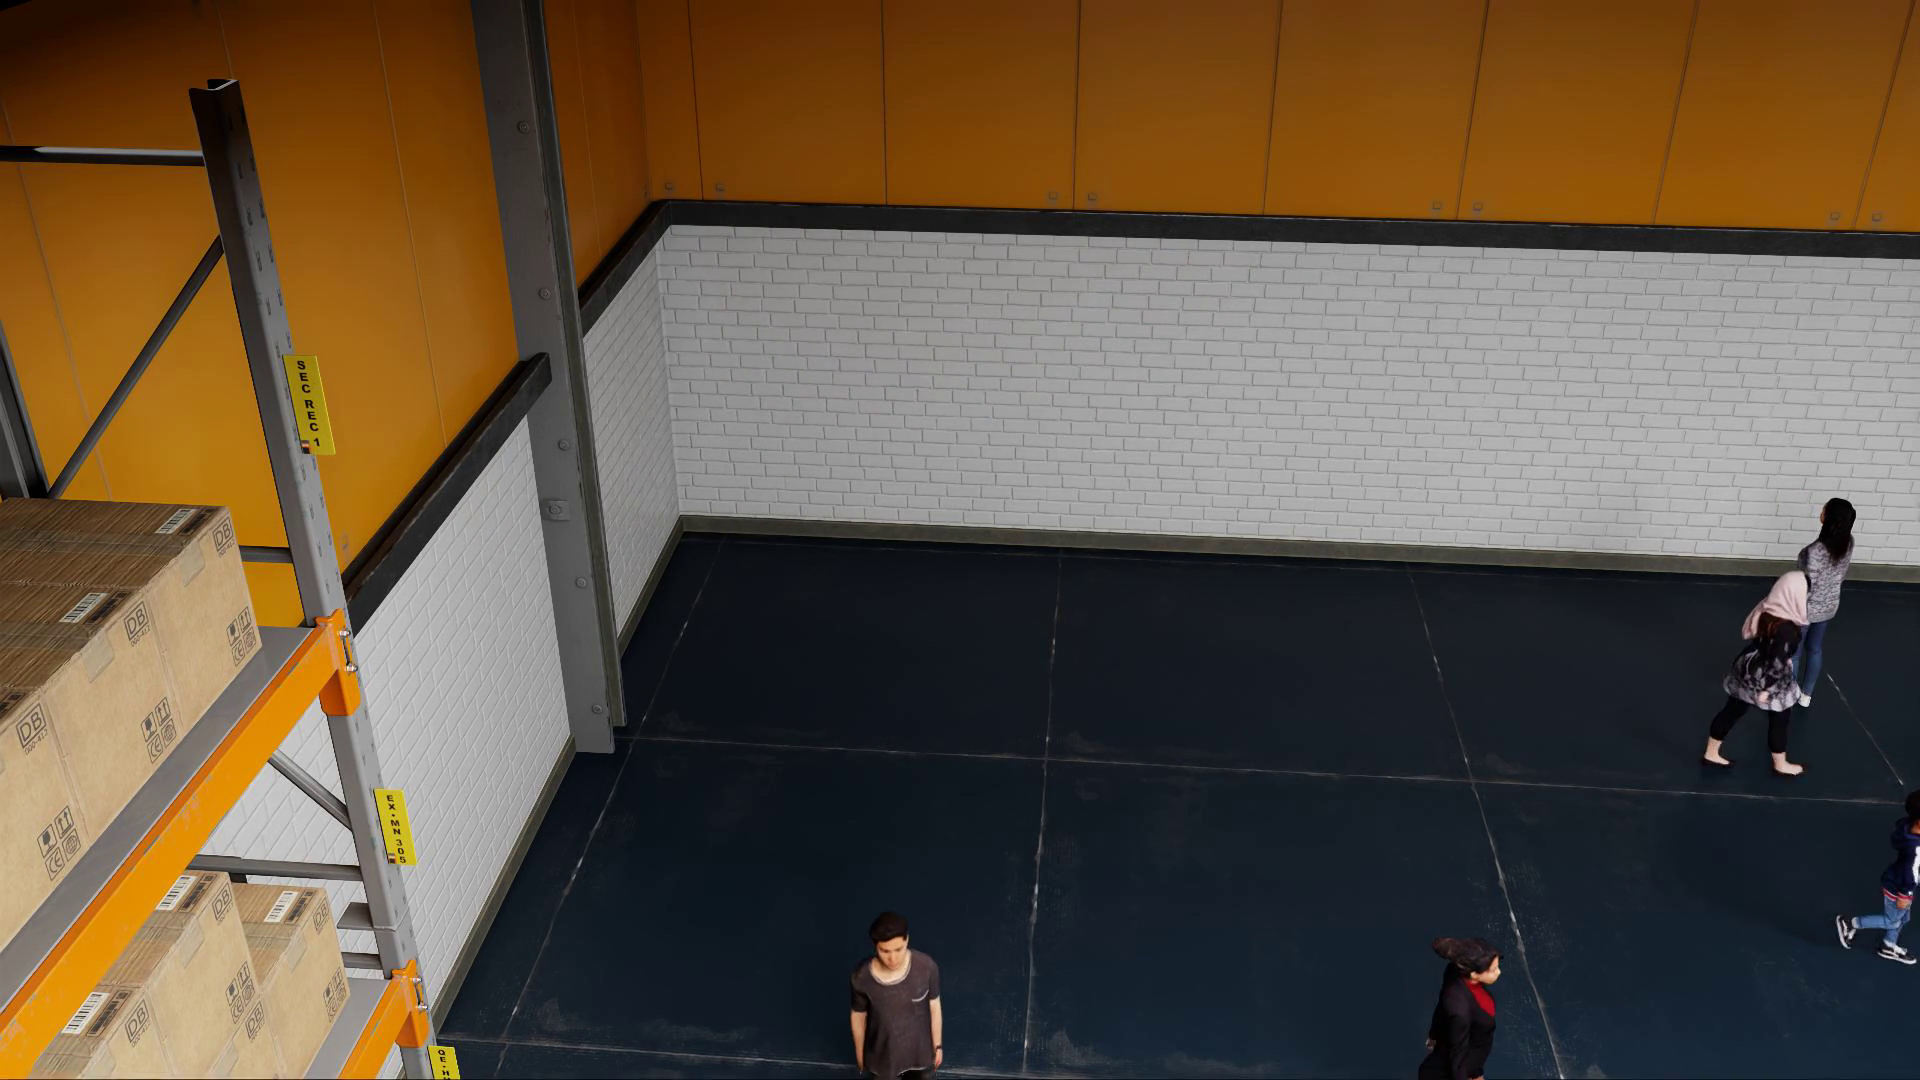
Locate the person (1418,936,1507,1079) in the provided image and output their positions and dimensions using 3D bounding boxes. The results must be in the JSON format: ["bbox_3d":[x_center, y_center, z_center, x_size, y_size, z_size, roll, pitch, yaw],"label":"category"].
[{"bbox_3d":[2.364,2.636,8.308,0.835,1.590,1.047,10,30,17],"label":"person"}]

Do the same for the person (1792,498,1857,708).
[{"bbox_3d":[6.214,0.477,12.117,0.694,1.732,0.694,-13,31,-22],"label":"person"}]

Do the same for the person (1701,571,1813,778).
[{"bbox_3d":[5.422,0.922,11.430,0.723,1.608,0.868,0,29,-1],"label":"person"}]

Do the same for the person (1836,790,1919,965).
[{"bbox_3d":[5.548,1.998,9.870,0.746,1.214,0.727,18,33,29],"label":"person"}]

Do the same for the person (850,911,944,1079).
[{"bbox_3d":[-0.314,2.503,8.433,0.785,1.704,0.978,-6,29,-11],"label":"person"}]
